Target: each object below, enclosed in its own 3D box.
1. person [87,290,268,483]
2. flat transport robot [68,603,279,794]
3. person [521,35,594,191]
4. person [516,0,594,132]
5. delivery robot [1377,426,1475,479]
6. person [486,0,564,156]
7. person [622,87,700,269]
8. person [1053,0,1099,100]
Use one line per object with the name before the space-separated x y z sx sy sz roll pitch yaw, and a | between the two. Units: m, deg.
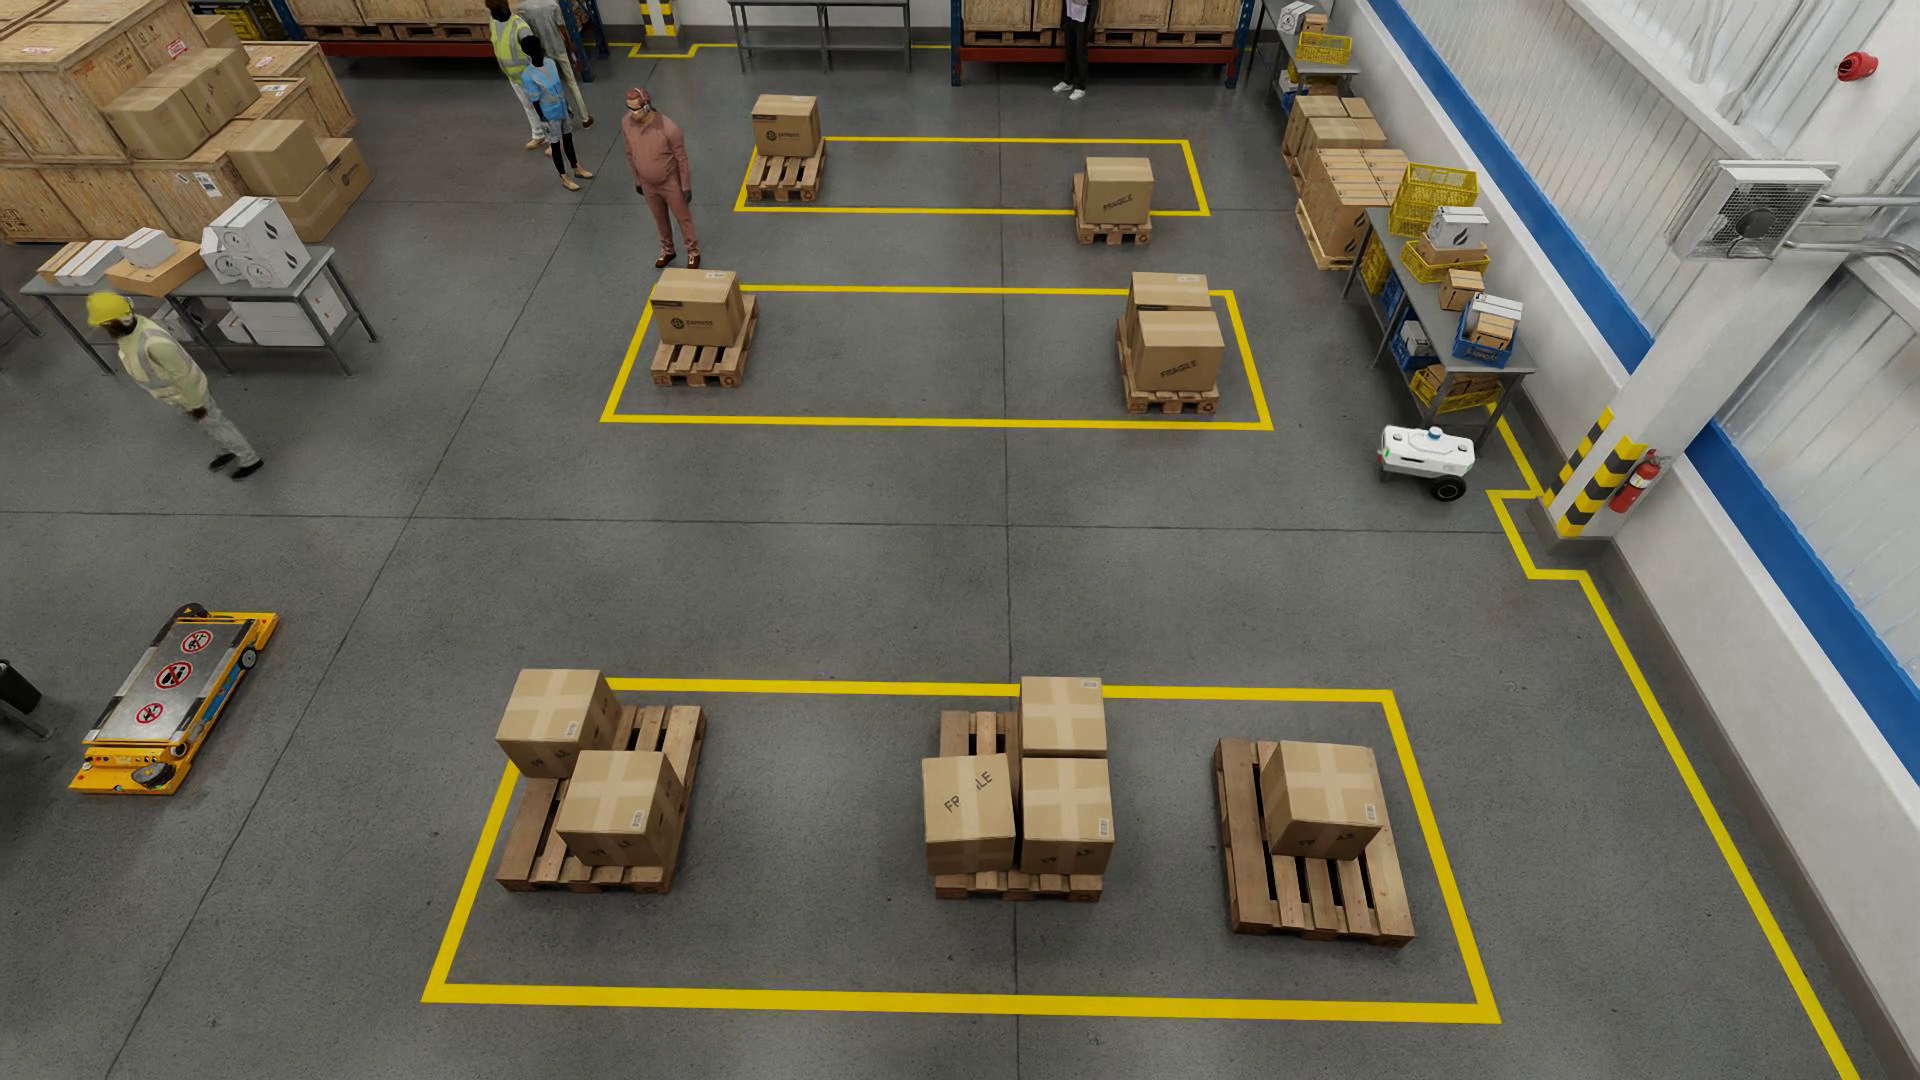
person | -6.295 -1.230 7.377 0.592 1.830 0.403 26 55 20
flat transport robot | -5.504 1.072 6.442 0.652 0.197 1.431 1 50 1
person | -4.688 -4.930 10.592 0.318 1.697 0.536 15 51 12
person | -5.082 -6.089 11.462 0.507 1.870 0.329 -12 51 -10
delivery robot | 3.924 -0.746 7.736 0.707 0.478 0.477 11 51 9
person | -5.290 -5.620 11.085 0.626 1.842 0.429 25 54 20
person | -3.060 -3.654 9.380 0.641 1.904 0.401 12 51 10
person | 1.566 -6.864 12.087 0.371 1.915 0.597 -31 56 -24
